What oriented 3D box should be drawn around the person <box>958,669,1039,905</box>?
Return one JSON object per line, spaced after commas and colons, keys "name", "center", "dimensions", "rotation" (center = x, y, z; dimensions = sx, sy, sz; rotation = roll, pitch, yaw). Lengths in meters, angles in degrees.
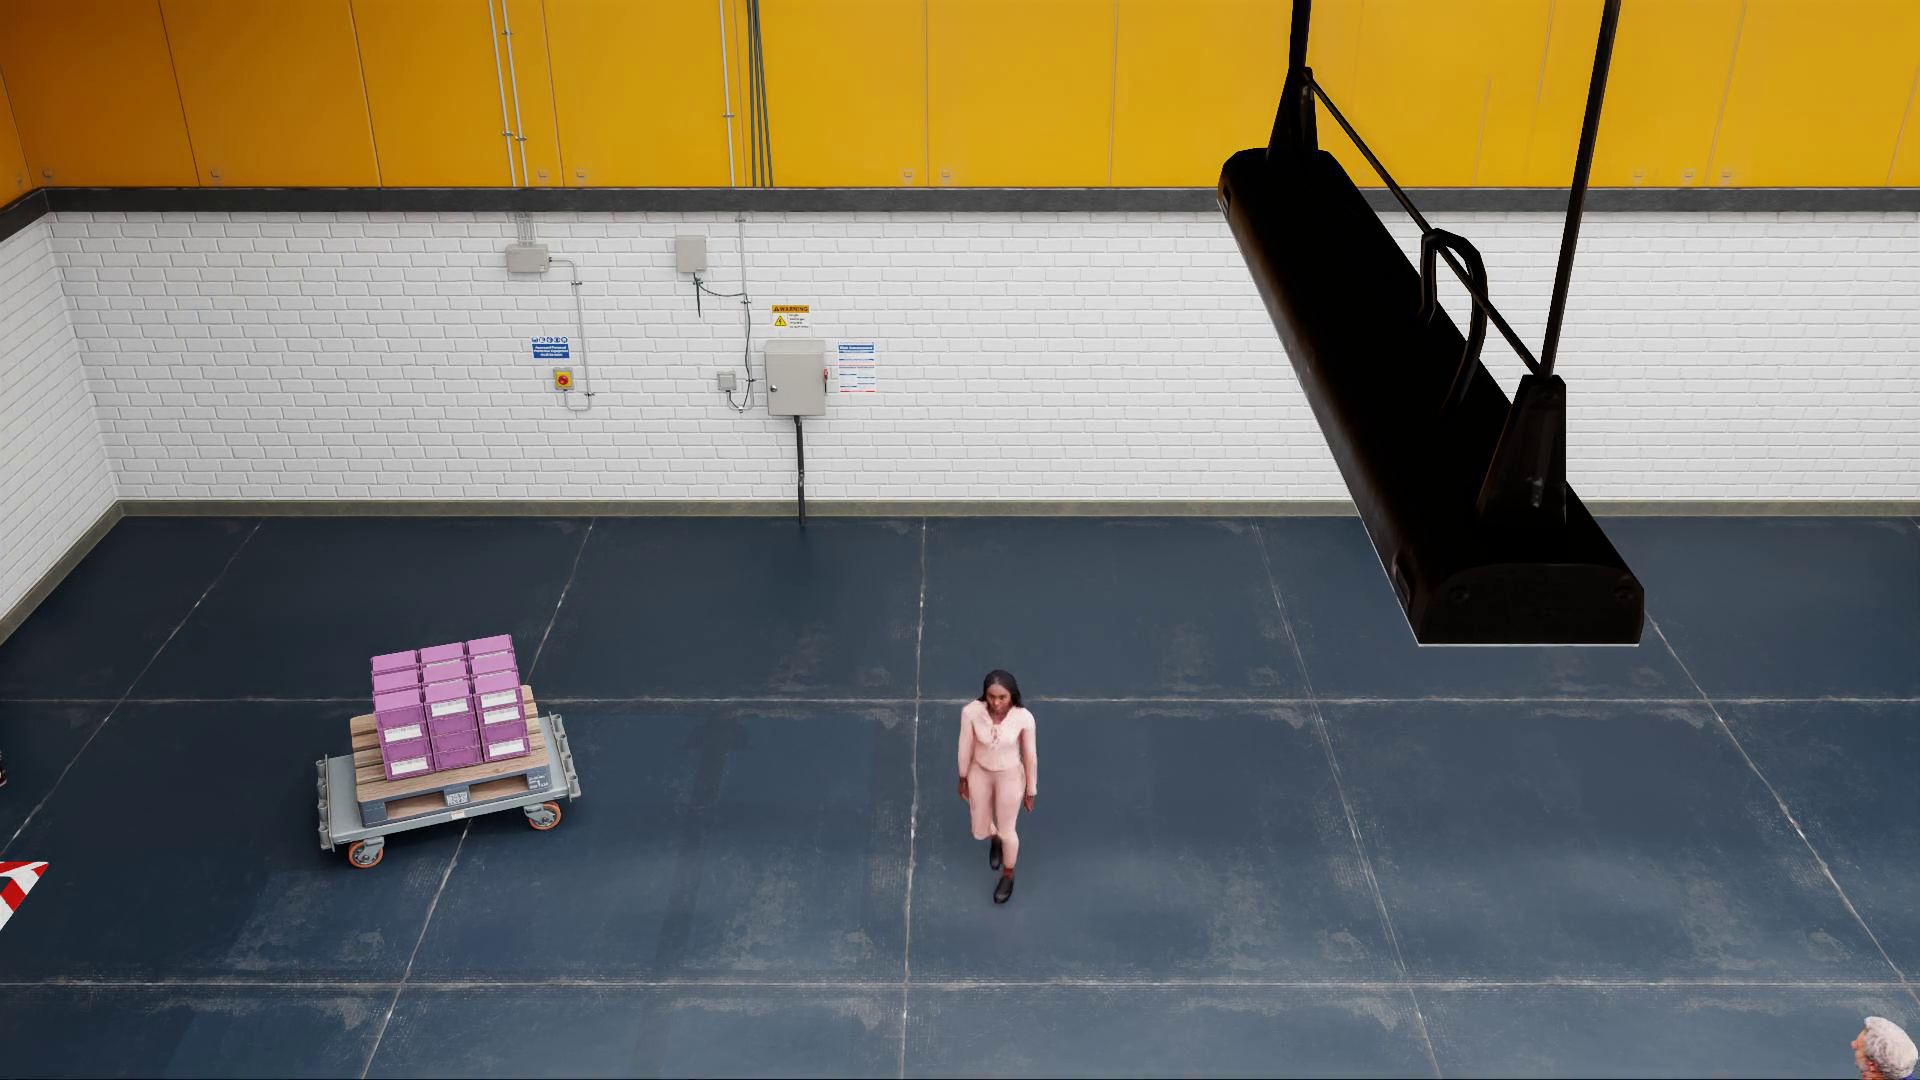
{"name": "person", "center": [0.245, 1.461, 10.284], "dimensions": [0.748, 1.700, 0.819], "rotation": [5, 29, 9]}
